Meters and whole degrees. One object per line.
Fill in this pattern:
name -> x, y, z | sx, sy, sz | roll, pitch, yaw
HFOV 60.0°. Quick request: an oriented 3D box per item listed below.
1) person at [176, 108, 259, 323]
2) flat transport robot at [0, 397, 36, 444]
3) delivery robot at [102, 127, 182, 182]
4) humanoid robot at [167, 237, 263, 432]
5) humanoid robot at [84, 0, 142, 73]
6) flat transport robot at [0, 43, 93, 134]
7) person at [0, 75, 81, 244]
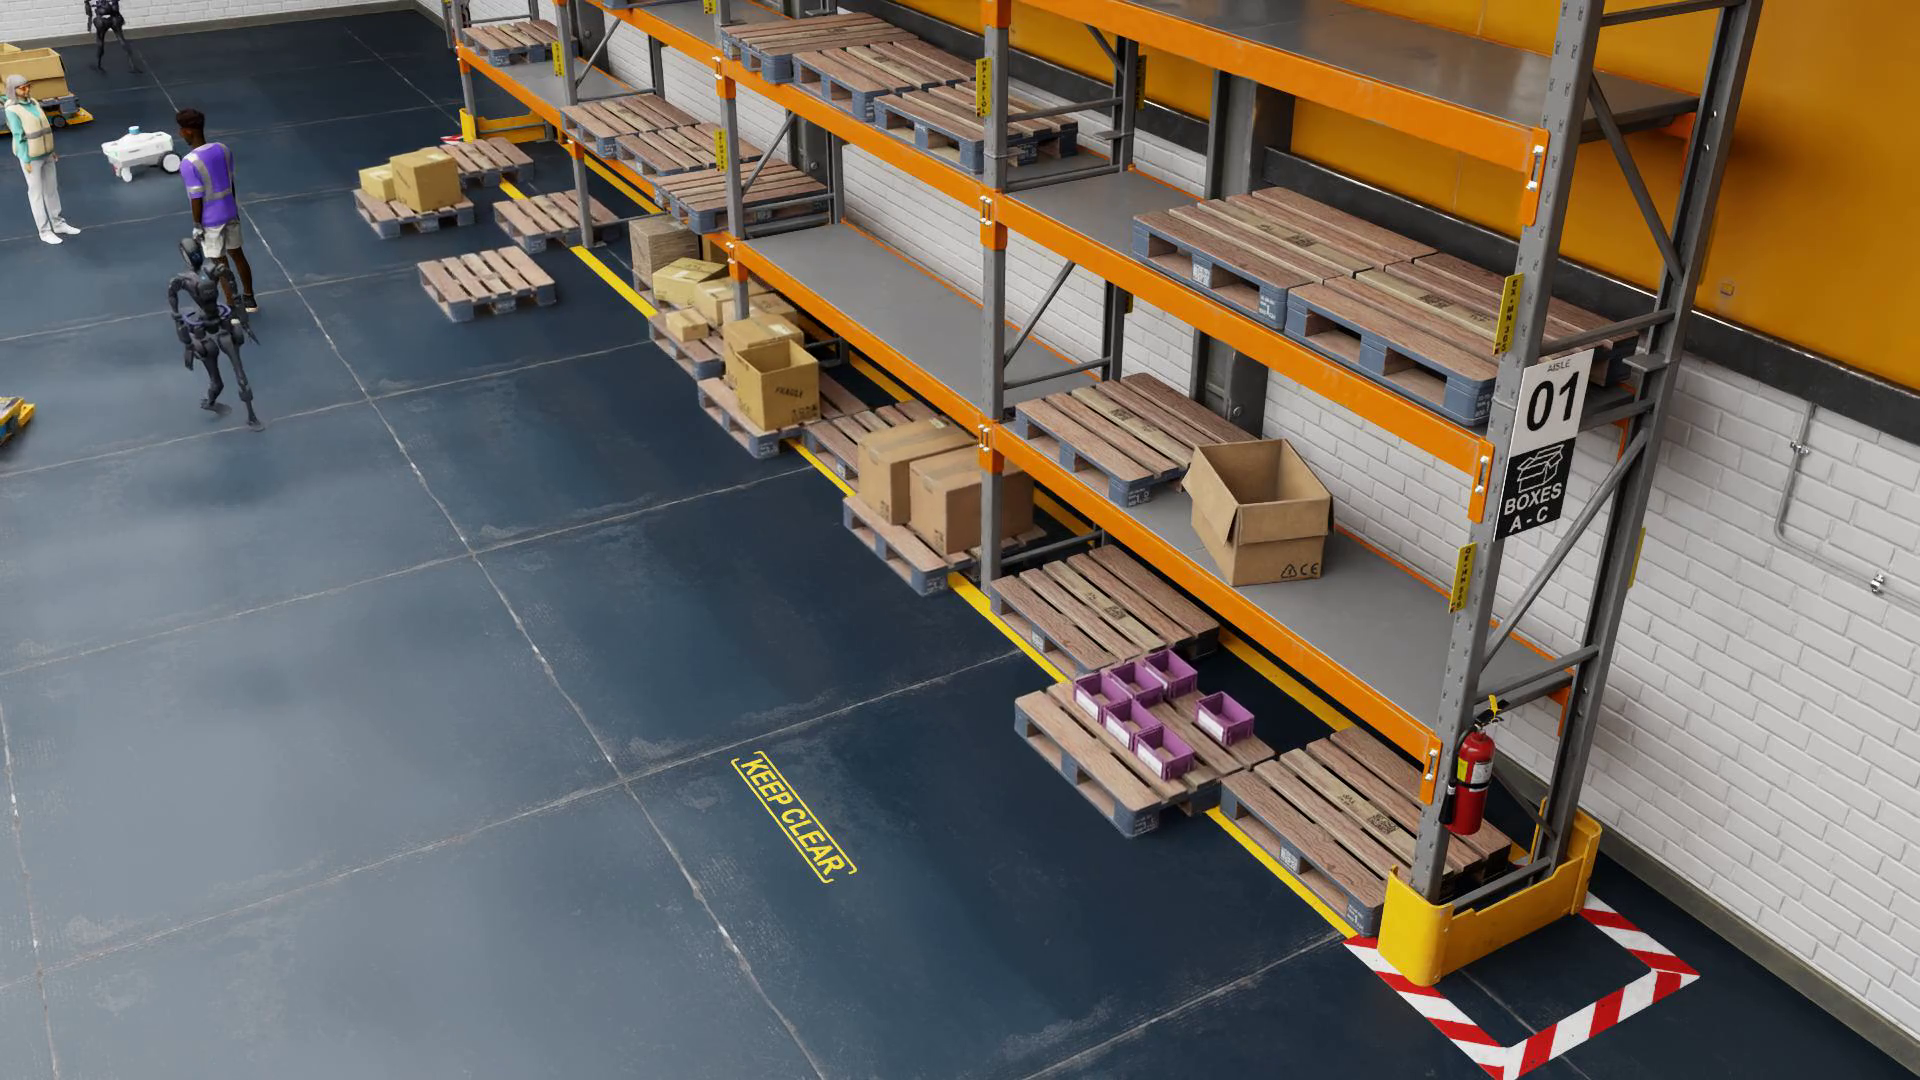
person -> -6.774, -2.948, 15.116 | 0.367, 1.966, 0.604 | 7, 30, 12
flat transport robot -> -7.857, -0.768, 12.987 | 0.659, 0.231, 1.431 | -2, 30, -4
delivery robot -> -9.465, -4.480, 19.268 | 0.502, 0.611, 0.782 | 23, 37, 35
humanoid robot -> -5.916, -1.660, 13.172 | 0.598, 1.616, 0.656 | -25, 38, -37
humanoid robot -> -11.945, -7.333, 23.192 | 0.776, 1.617, 0.609 | 10, 31, 17
flat transport robot -> -11.835, -5.331, 21.043 | 1.431, 0.231, 0.659 | -22, 36, -34
person -> -9.495, -3.918, 17.086 | 0.361, 1.709, 0.473 | 4, 30, 6
